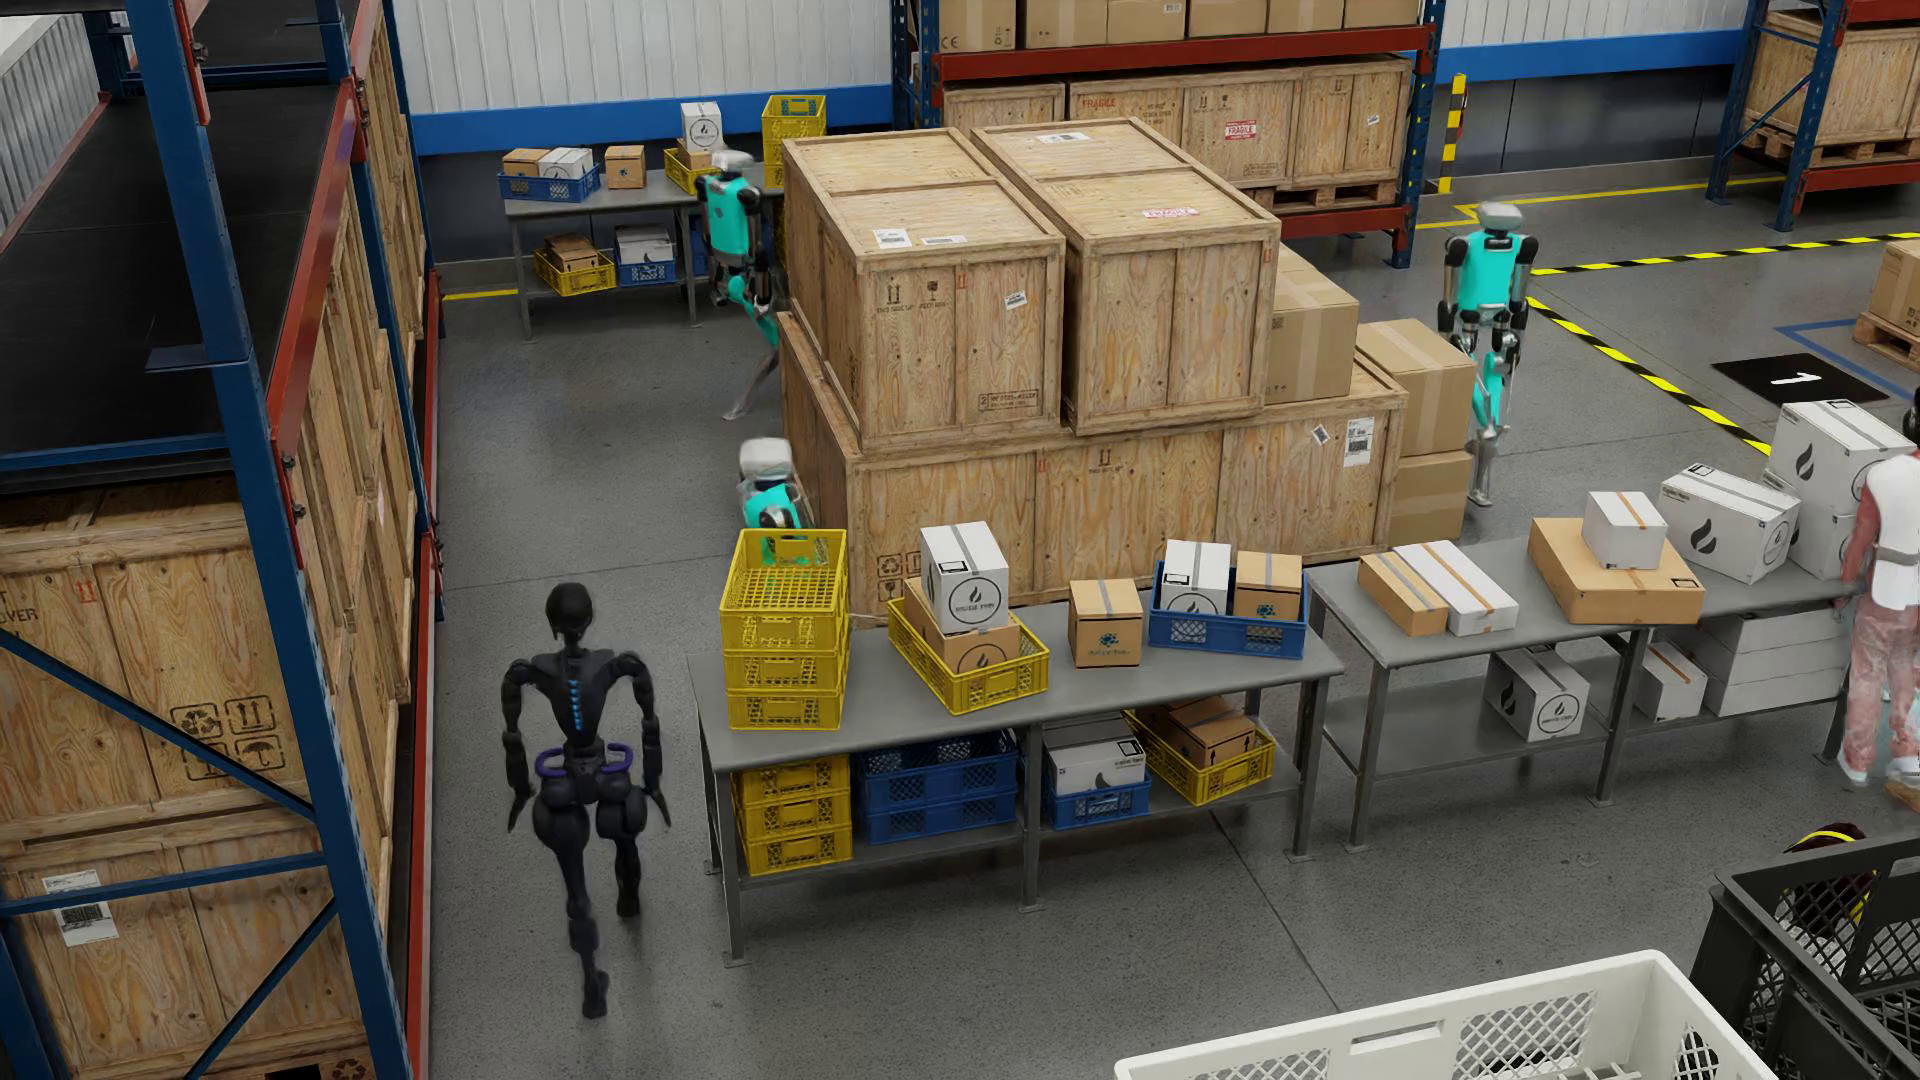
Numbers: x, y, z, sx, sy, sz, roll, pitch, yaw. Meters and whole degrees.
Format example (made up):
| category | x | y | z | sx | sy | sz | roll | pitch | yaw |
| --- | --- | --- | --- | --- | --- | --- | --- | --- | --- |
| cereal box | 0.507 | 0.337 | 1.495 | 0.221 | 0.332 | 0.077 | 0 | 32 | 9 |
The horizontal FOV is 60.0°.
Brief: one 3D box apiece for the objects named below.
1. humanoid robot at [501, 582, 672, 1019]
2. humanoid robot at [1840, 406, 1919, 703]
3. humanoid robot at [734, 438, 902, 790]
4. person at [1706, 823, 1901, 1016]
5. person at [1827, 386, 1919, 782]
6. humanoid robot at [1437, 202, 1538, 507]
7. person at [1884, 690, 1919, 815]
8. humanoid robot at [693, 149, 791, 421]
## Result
| category | x | y | z | sx | sy | sz | roll | pitch | yaw |
| --- | --- | --- | --- | --- | --- | --- | --- | --- | --- |
| humanoid robot | -1.367 | 0.892 | 6.077 | 0.597 | 1.622 | 0.749 | -5 | 29 | -9 |
| humanoid robot | 4.227 | -0.089 | 7.716 | 0.536 | 1.766 | 0.681 | -13 | 31 | -22 |
| humanoid robot | -0.441 | 0.349 | 7.047 | 1.001 | 1.767 | 0.532 | -9 | 30 | -16 |
| person | 2.229 | 1.569 | 4.630 | 0.331 | 1.857 | 0.498 | -25 | 37 | -37 |
| person | 3.999 | 0.219 | 7.040 | 0.636 | 1.885 | 0.454 | 3 | 29 | 5 |
| humanoid robot | 2.996 | -0.979 | 9.380 | 0.540 | 1.729 | 1.009 | -5 | 29 | -8 |
| person | 4.303 | 0.326 | 6.907 | 0.622 | 1.837 | 0.429 | -16 | 33 | -27 |
| humanoid robot | -1.213 | -1.701 | 10.723 | 0.531 | 1.777 | 0.991 | 22 | 36 | 34 |
